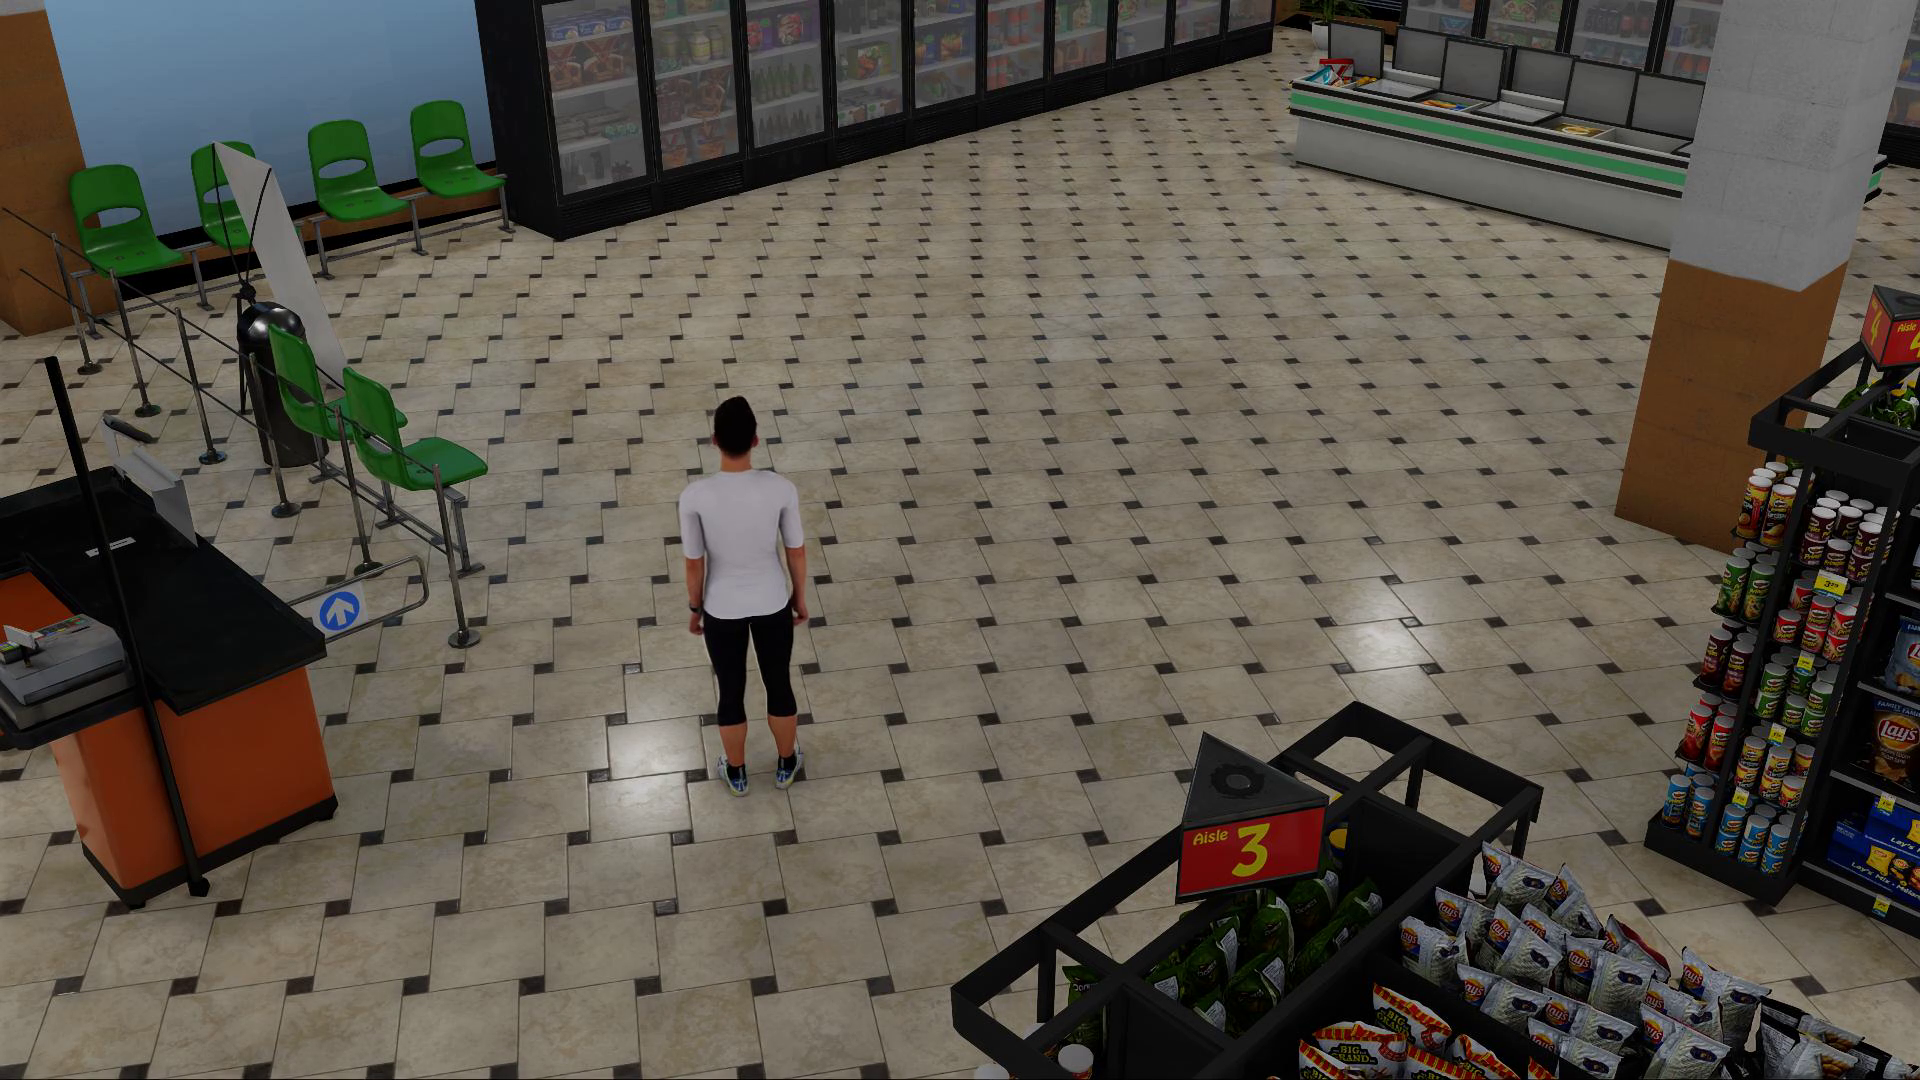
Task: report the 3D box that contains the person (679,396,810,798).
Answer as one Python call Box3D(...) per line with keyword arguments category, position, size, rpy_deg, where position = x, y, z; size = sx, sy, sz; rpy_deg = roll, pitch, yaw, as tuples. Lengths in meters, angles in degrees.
Box3D(category="person", position=(-0.897, 0.264, 7.026), size=(0.755, 1.851, 0.763), rpy_deg=(-6, 29, -11))
